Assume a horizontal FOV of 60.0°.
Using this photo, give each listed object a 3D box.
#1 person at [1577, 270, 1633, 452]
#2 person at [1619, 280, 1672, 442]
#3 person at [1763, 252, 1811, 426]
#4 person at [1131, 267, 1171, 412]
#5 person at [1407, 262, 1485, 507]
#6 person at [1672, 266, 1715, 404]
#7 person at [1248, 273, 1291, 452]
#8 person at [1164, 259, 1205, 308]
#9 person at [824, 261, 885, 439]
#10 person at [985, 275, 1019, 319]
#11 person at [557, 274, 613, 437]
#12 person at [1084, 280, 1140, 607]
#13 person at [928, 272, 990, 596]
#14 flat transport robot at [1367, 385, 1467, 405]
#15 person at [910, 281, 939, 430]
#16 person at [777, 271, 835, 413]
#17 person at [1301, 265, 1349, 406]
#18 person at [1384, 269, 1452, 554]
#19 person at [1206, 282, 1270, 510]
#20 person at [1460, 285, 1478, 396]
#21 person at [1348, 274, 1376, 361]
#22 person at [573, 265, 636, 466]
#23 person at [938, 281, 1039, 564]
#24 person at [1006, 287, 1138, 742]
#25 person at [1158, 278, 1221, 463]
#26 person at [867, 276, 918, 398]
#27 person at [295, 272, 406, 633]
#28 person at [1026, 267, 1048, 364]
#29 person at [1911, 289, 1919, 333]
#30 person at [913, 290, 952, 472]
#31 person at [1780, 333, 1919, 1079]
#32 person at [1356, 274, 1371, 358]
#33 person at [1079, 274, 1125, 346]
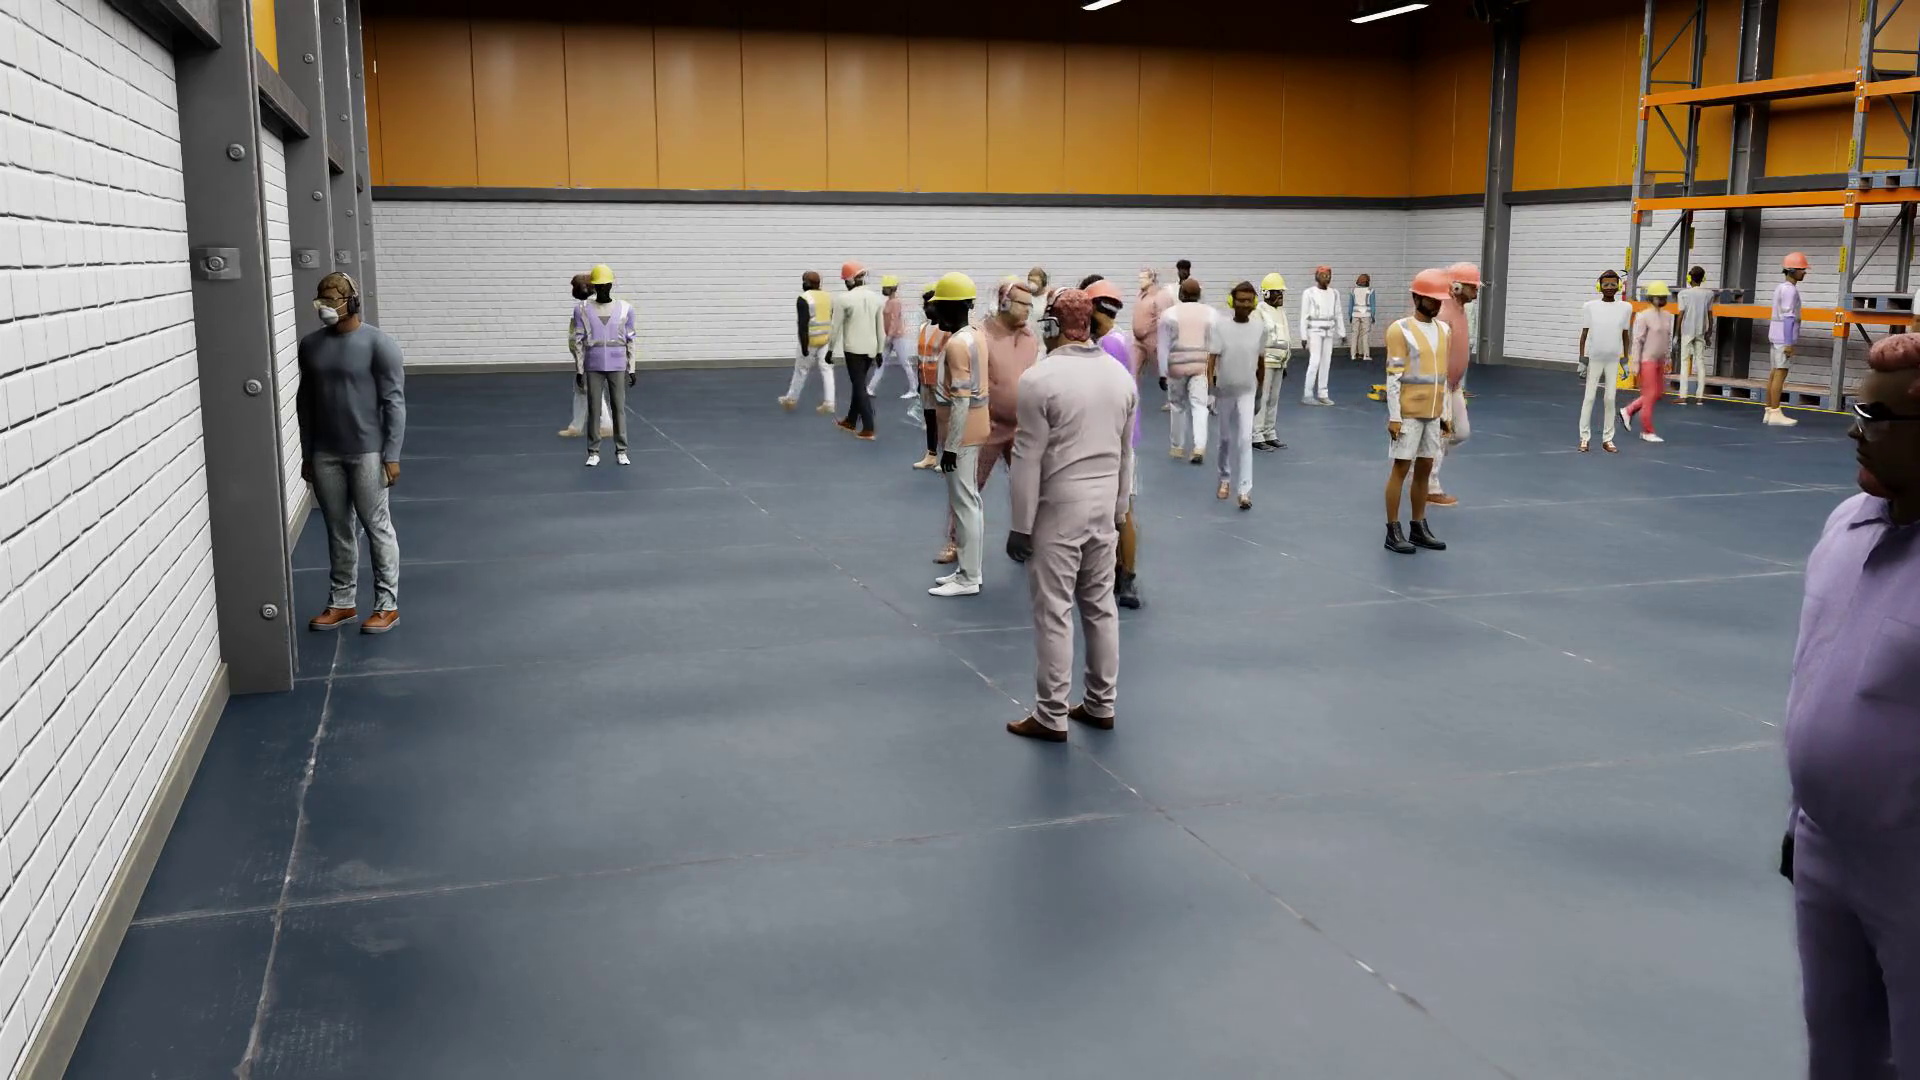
[{"bbox_3d":[6.610,-1.829,17.065,0.513,1.872,0.328,2,10,9],"label":"person"},{"bbox_3d":[7.474,-1.953,18.113,0.523,1.754,0.582,-6,12,-32],"label":"person"},{"bbox_3d":[9.828,-2.382,19.765,0.394,2.044,0.609,3,10,17],"label":"person"},{"bbox_3d":[2.432,-2.547,21.260,0.971,1.866,0.654,-6,12,-32],"label":"person"},{"bbox_3d":[3.939,-1.248,13.405,0.479,1.970,0.664,7,12,36],"label":"person"},{"bbox_3d":[9.888,-2.756,22.448,0.535,1.864,0.309,0,10,0],"label":"person"},{"bbox_3d":[3.208,-1.830,17.181,0.404,1.833,0.588,8,12,38],"label":"person"},{"bbox_3d":[3.240,-3.101,24.229,0.613,1.940,0.743,3,10,16],"label":"person"},{"bbox_3d":[-1.212,-2.099,18.440,0.602,1.939,0.958,-10,14,-44],"label":"person"},{"bbox_3d":[0.583,-2.301,20.063,0.582,1.790,0.911,0,10,-1],"label":"person"},{"bbox_3d":[-4.163,-2.032,18.461,0.550,1.834,0.654,-2,10,-14],"label":"person"},{"bbox_3d":[0.887,-0.568,9.770,0.362,1.885,0.789,-1,10,-3],"label":"person"},{"bbox_3d":[-0.011,-0.625,9.933,0.369,1.927,0.588,1,10,8],"label":"person"},{"bbox_3d":[6.176,-1.972,22.517,0.652,0.197,1.431,-3,10,-17],"label":"flat transport robot"},{"bbox_3d":[-0.294,-2.127,19.217,0.426,1.720,0.521,-1,10,-4],"label":"person"},{"bbox_3d":[-1.951,-2.540,21.364,0.934,1.800,0.651,8,13,40],"label":"person"},{"bbox_3d":[4.865,-2.734,22.284,0.600,1.880,0.435,-5,11,-27],"label":"person"},{"bbox_3d":[3.152,-0.877,11.372,0.543,1.933,0.363,-6,11,-30],"label":"person"},{"bbox_3d":[2.245,-1.180,13.483,0.499,1.816,1.032,1,10,8],"label":"person"},{"bbox_3d":[7.248,-2.875,23.803,0.268,1.632,0.507,0,10,-1],"label":"person"},{"bbox_3d":[7.635,-4.225,31.602,0.523,1.638,0.311,7,12,34],"label":"person"},{"bbox_3d":[-3.404,-1.670,15.979,0.590,1.927,0.367,-2,10,-13],"label":"person"},{"bbox_3d":[0.231,-0.746,10.866,0.686,1.860,0.693,-8,12,-37],"label":"person"},{"bbox_3d":[0.448,-0.108,7.027,0.647,1.902,0.399,-9,13,-41],"label":"person"},{"bbox_3d":[2.262,-1.654,16.311,0.641,1.807,0.963,0,10,0],"label":"person"},{"bbox_3d":[-1.002,-2.823,23.261,0.903,1.721,0.527,-4,11,-22],"label":"person"},{"bbox_3d":[-3.285,-0.463,8.959,0.636,1.939,0.364,3,10,16],"label":"person"},{"bbox_3d":[0.870,-2.155,18.965,0.643,1.886,1.066,7,12,37],"label":"person"},{"bbox_3d":[11.269,-2.282,19.195,0.680,2.000,0.535,0,10,-1],"label":"person"},{"bbox_3d":[-0.225,-1.482,15.554,0.316,1.697,0.542,-8,13,-40],"label":"person"},{"bbox_3d":[1.701,0.579,3.028,0.399,1.905,0.642,-1,10,-8],"label":"person"},{"bbox_3d":[7.869,-4.382,32.531,0.286,1.633,0.499,-2,10,-13],"label":"person"},{"bbox_3d":[0.863,-0.899,11.611,0.597,1.901,0.797,-5,11,-25],"label":"person"}]
